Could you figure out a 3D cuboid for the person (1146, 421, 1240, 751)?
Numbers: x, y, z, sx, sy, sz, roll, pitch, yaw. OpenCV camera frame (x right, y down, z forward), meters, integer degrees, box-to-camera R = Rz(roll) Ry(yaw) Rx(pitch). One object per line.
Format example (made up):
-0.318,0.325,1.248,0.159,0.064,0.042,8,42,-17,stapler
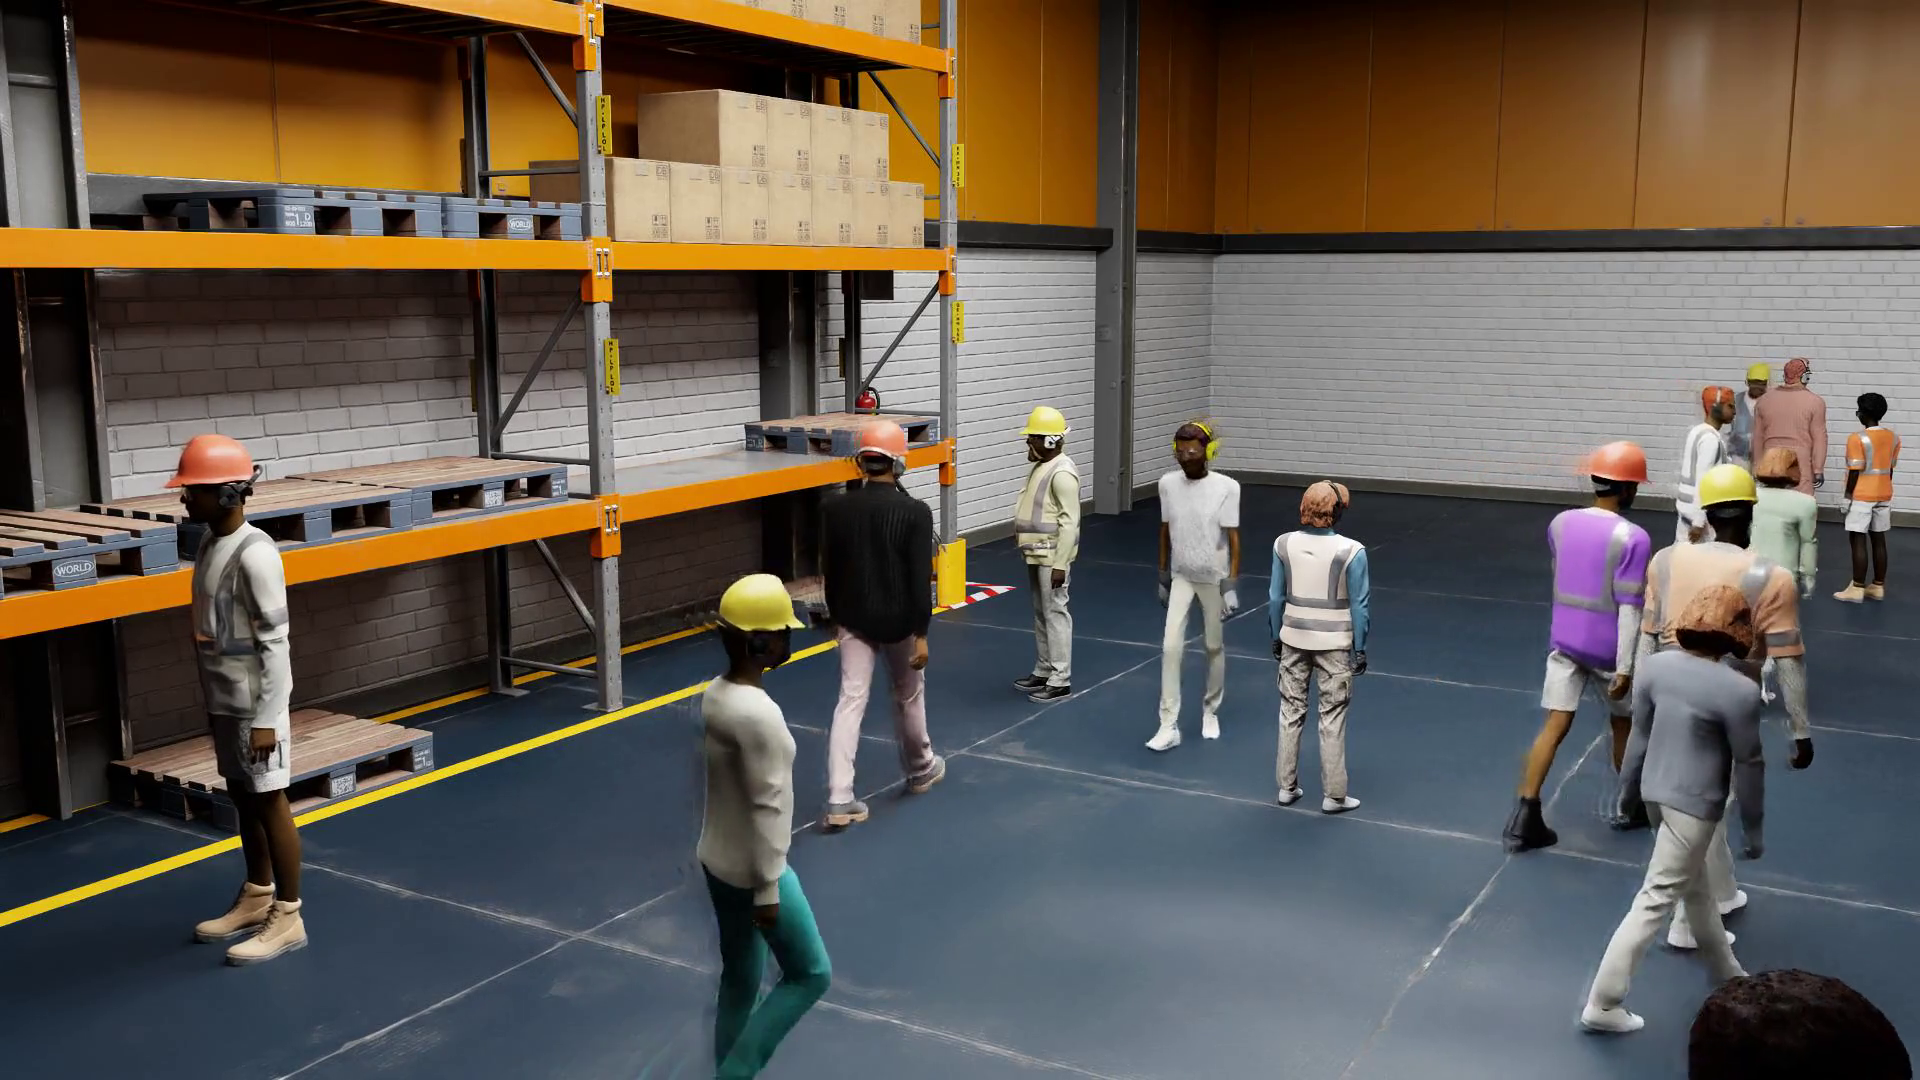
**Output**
1.319,0.259,9.241,0.547,1.826,0.845,4,10,25,person

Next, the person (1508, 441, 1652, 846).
2.930,0.479,7.725,0.972,1.893,0.542,-6,11,-35,person

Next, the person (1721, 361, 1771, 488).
7.813,-0.865,16.355,0.615,1.805,0.652,6,11,34,person

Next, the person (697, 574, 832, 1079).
-0.599,0.971,5.010,0.363,1.754,0.534,-4,10,-26,person

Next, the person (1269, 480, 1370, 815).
1.762,0.525,8.194,0.520,1.639,0.312,7,12,38,person

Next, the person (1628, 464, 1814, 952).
3.061,0.652,6.605,0.799,1.886,0.677,-6,11,-31,person

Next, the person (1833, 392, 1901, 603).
7.312,-0.341,13.414,0.540,1.697,0.317,-4,10,-24,person

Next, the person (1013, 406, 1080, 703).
0.534,0.086,10.329,0.404,1.830,0.602,-2,9,-13,person

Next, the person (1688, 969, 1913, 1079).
0.836,1.401,1.953,0.698,1.882,0.558,-8,12,-42,person

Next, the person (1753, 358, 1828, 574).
7.363,-0.657,14.737,0.408,1.909,0.638,-7,11,-36,person

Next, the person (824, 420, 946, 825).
-0.393,0.381,8.169,0.640,1.938,1.052,4,10,23,person

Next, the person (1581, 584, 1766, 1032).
2.547,0.932,5.807,0.849,1.576,0.502,-2,9,-15,person

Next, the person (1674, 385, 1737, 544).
5.506,-0.191,12.046,0.956,1.839,0.580,2,9,13,person

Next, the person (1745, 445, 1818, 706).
4.906,0.232,10.097,0.496,1.618,0.502,-7,12,-39,person

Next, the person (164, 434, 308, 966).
-2.782,0.611,6.400,0.396,2.044,0.609,-8,12,-41,person
